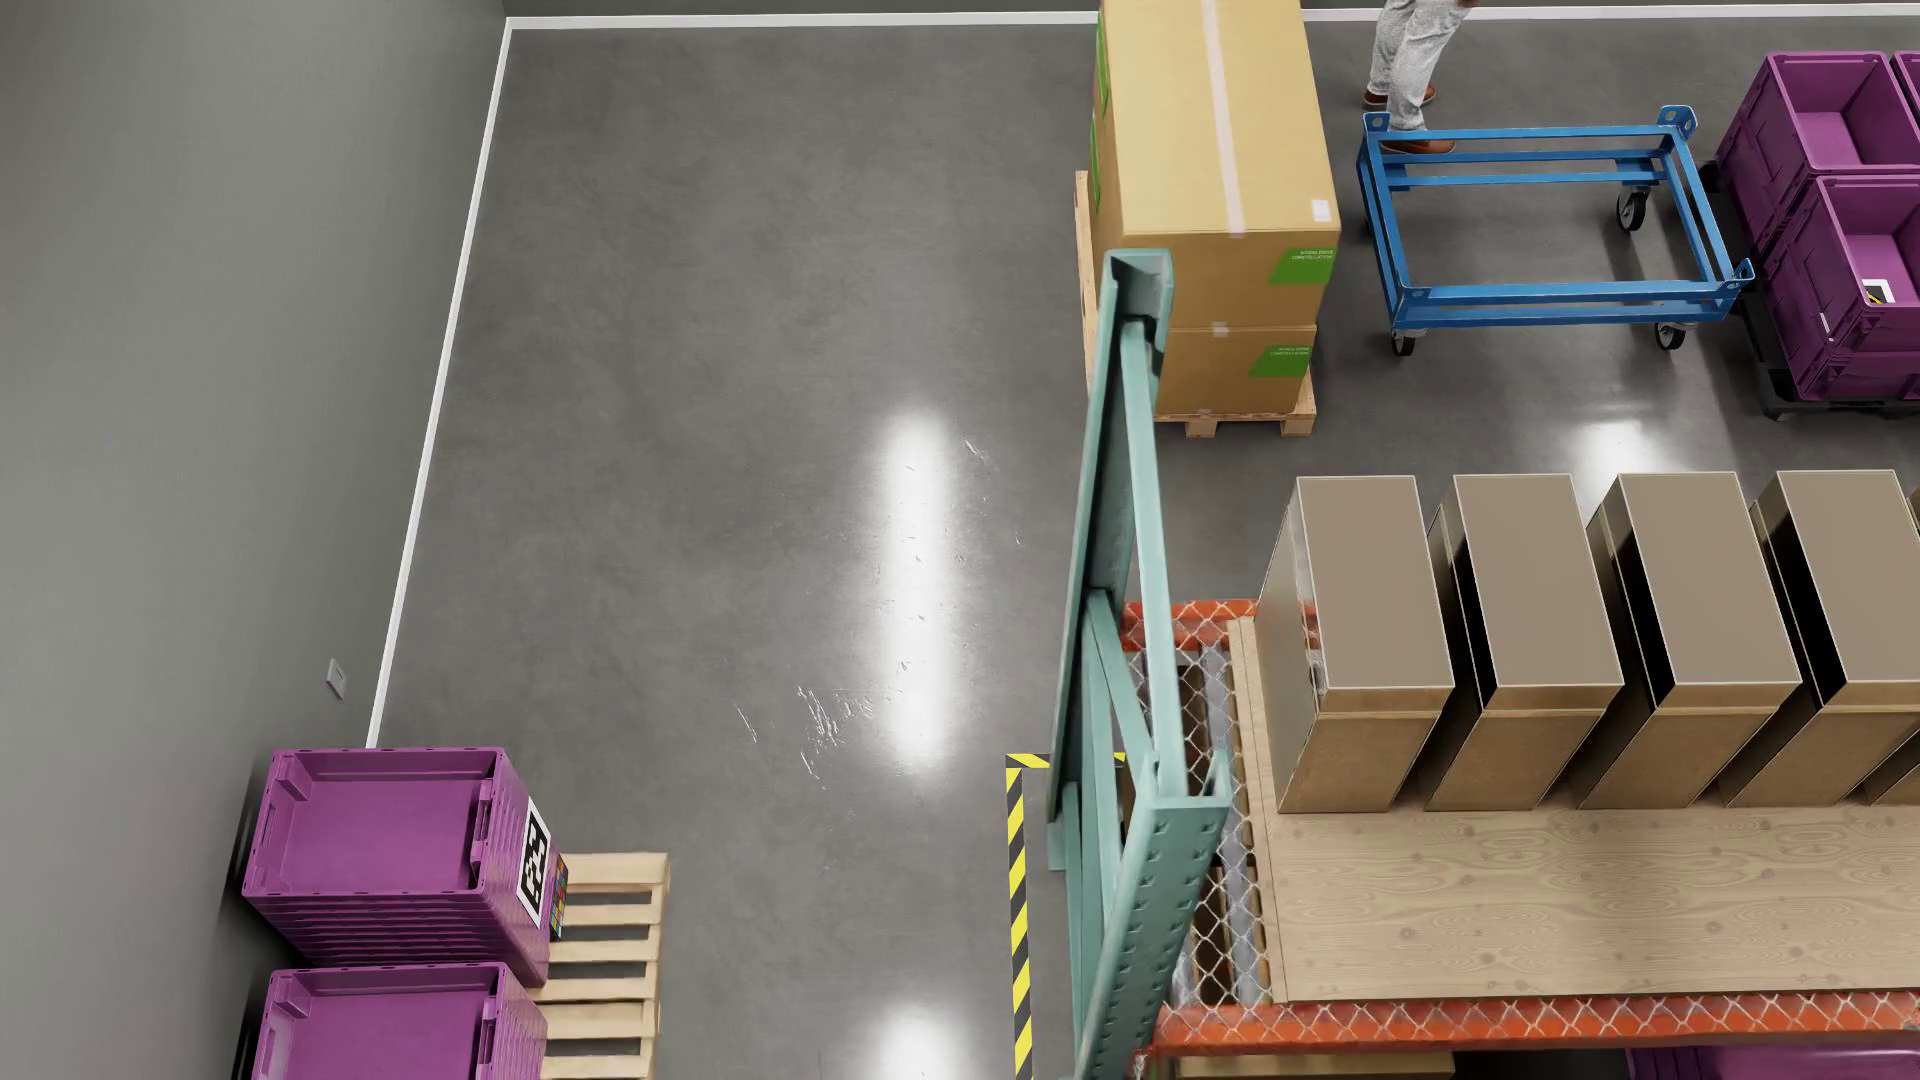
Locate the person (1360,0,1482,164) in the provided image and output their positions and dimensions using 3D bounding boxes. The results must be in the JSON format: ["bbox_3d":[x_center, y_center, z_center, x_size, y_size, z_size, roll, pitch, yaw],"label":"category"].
[{"bbox_3d":[1.823,-2.248,6.086,0.379,1.933,0.629,-1,58,-1],"label":"person"}]
